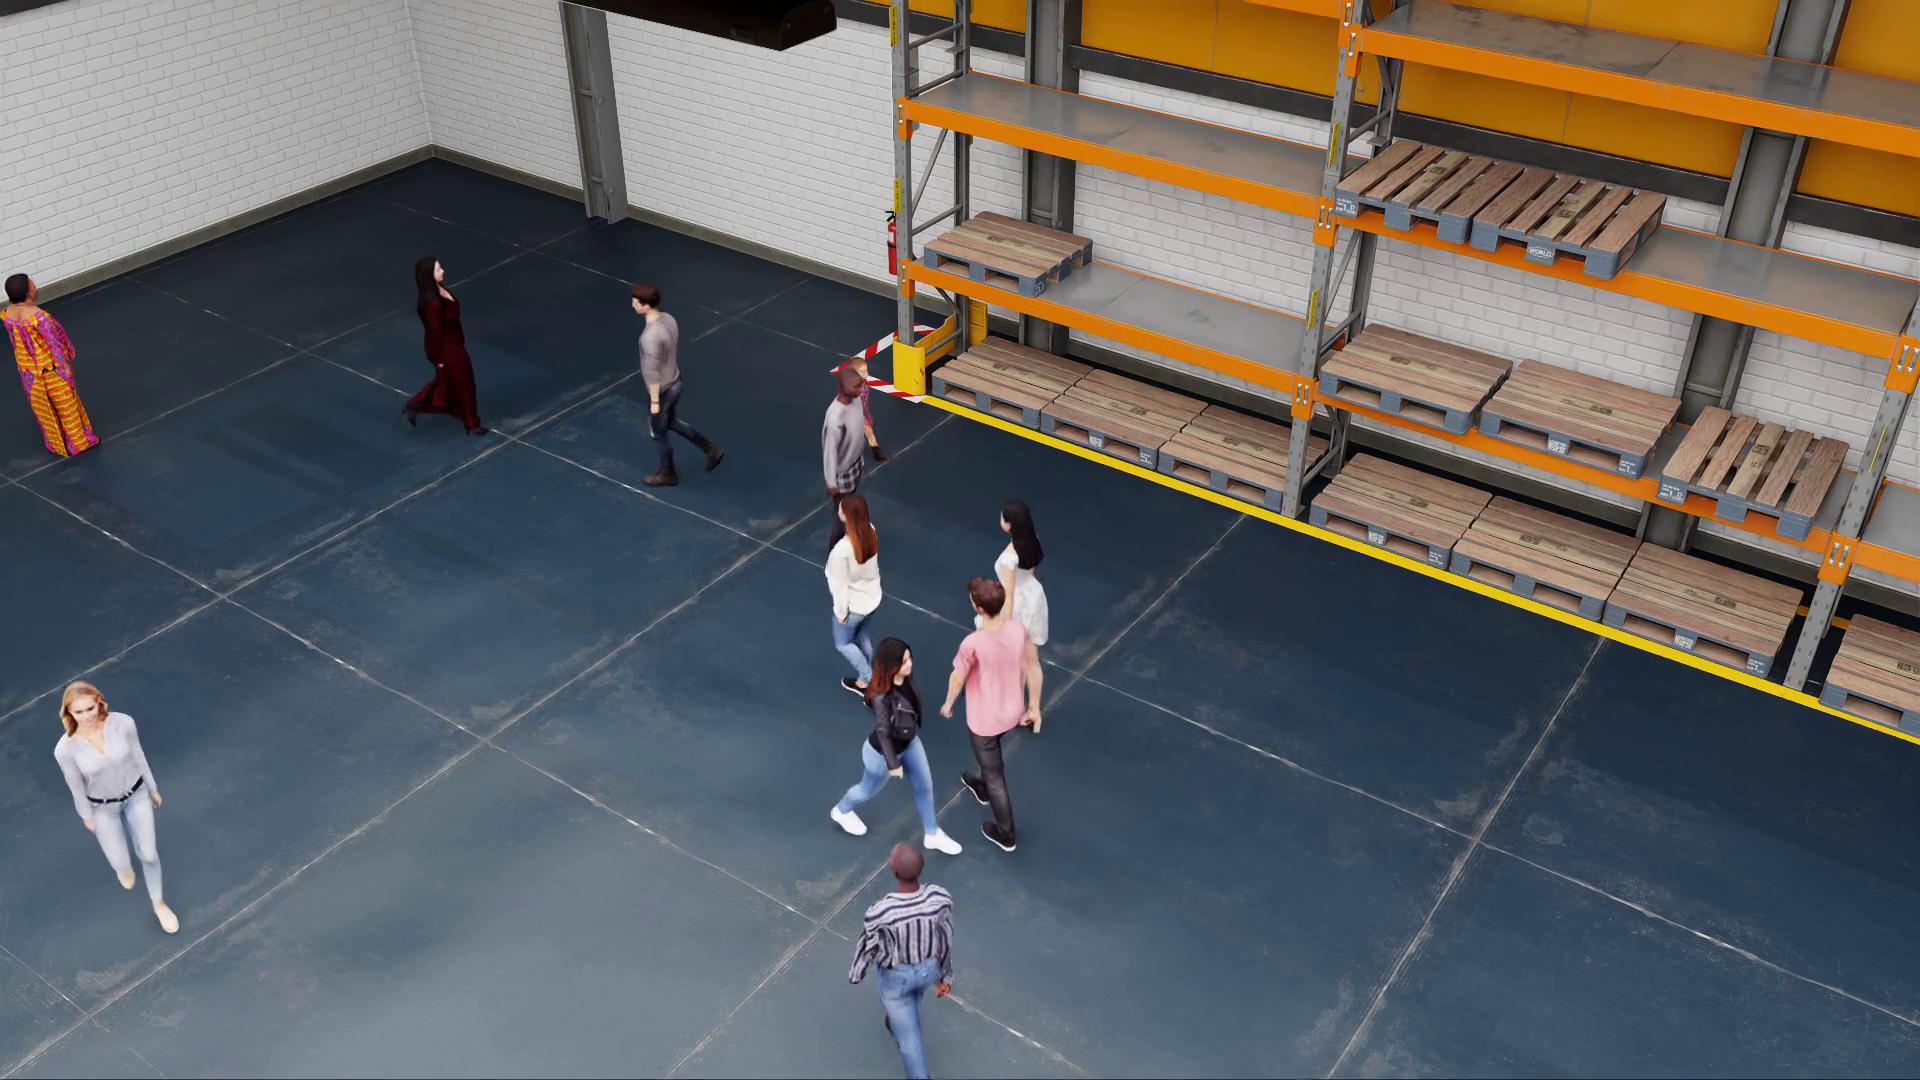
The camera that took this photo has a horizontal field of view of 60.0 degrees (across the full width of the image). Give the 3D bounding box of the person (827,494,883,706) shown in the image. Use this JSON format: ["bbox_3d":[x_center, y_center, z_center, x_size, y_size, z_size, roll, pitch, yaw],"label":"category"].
[{"bbox_3d":[-0.646,0.446,11.461,0.734,1.680,0.637,24,40,31],"label":"person"}]

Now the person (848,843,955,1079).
[{"bbox_3d":[-0.218,2.334,8.547,0.935,1.762,1.135,-18,38,-25],"label":"person"}]

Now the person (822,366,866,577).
[{"bbox_3d":[-0.917,-0.559,12.906,0.756,1.753,0.825,12,35,17],"label":"person"}]

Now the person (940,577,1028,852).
[{"bbox_3d":[0.259,1.129,10.204,0.766,1.935,1.003,-24,41,-32],"label":"person"}]

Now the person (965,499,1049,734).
[{"bbox_3d":[0.466,0.547,11.245,0.842,1.751,0.612,22,39,29],"label":"person"}]

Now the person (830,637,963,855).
[{"bbox_3d":[-0.503,1.281,10.289,1.166,1.588,0.772,14,36,20],"label":"person"}]

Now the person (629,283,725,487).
[{"bbox_3d":[-2.382,-1.244,13.821,1.079,1.882,0.929,6,34,9],"label":"person"}]

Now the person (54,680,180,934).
[{"bbox_3d":[-4.954,1.517,9.760,0.717,1.780,0.913,-26,42,-33],"label":"person"}]

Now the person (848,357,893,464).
[{"bbox_3d":[-0.932,-1.136,14.455,0.701,1.001,0.440,21,39,29],"label":"person"}]

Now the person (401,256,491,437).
[{"bbox_3d":[-4.599,-1.653,14.565,1.055,1.740,1.027,-9,35,-13],"label":"person"}]

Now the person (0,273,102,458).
[{"bbox_3d":[-7.966,-1.560,14.479,0.674,1.681,0.777,11,35,16],"label":"person"}]
